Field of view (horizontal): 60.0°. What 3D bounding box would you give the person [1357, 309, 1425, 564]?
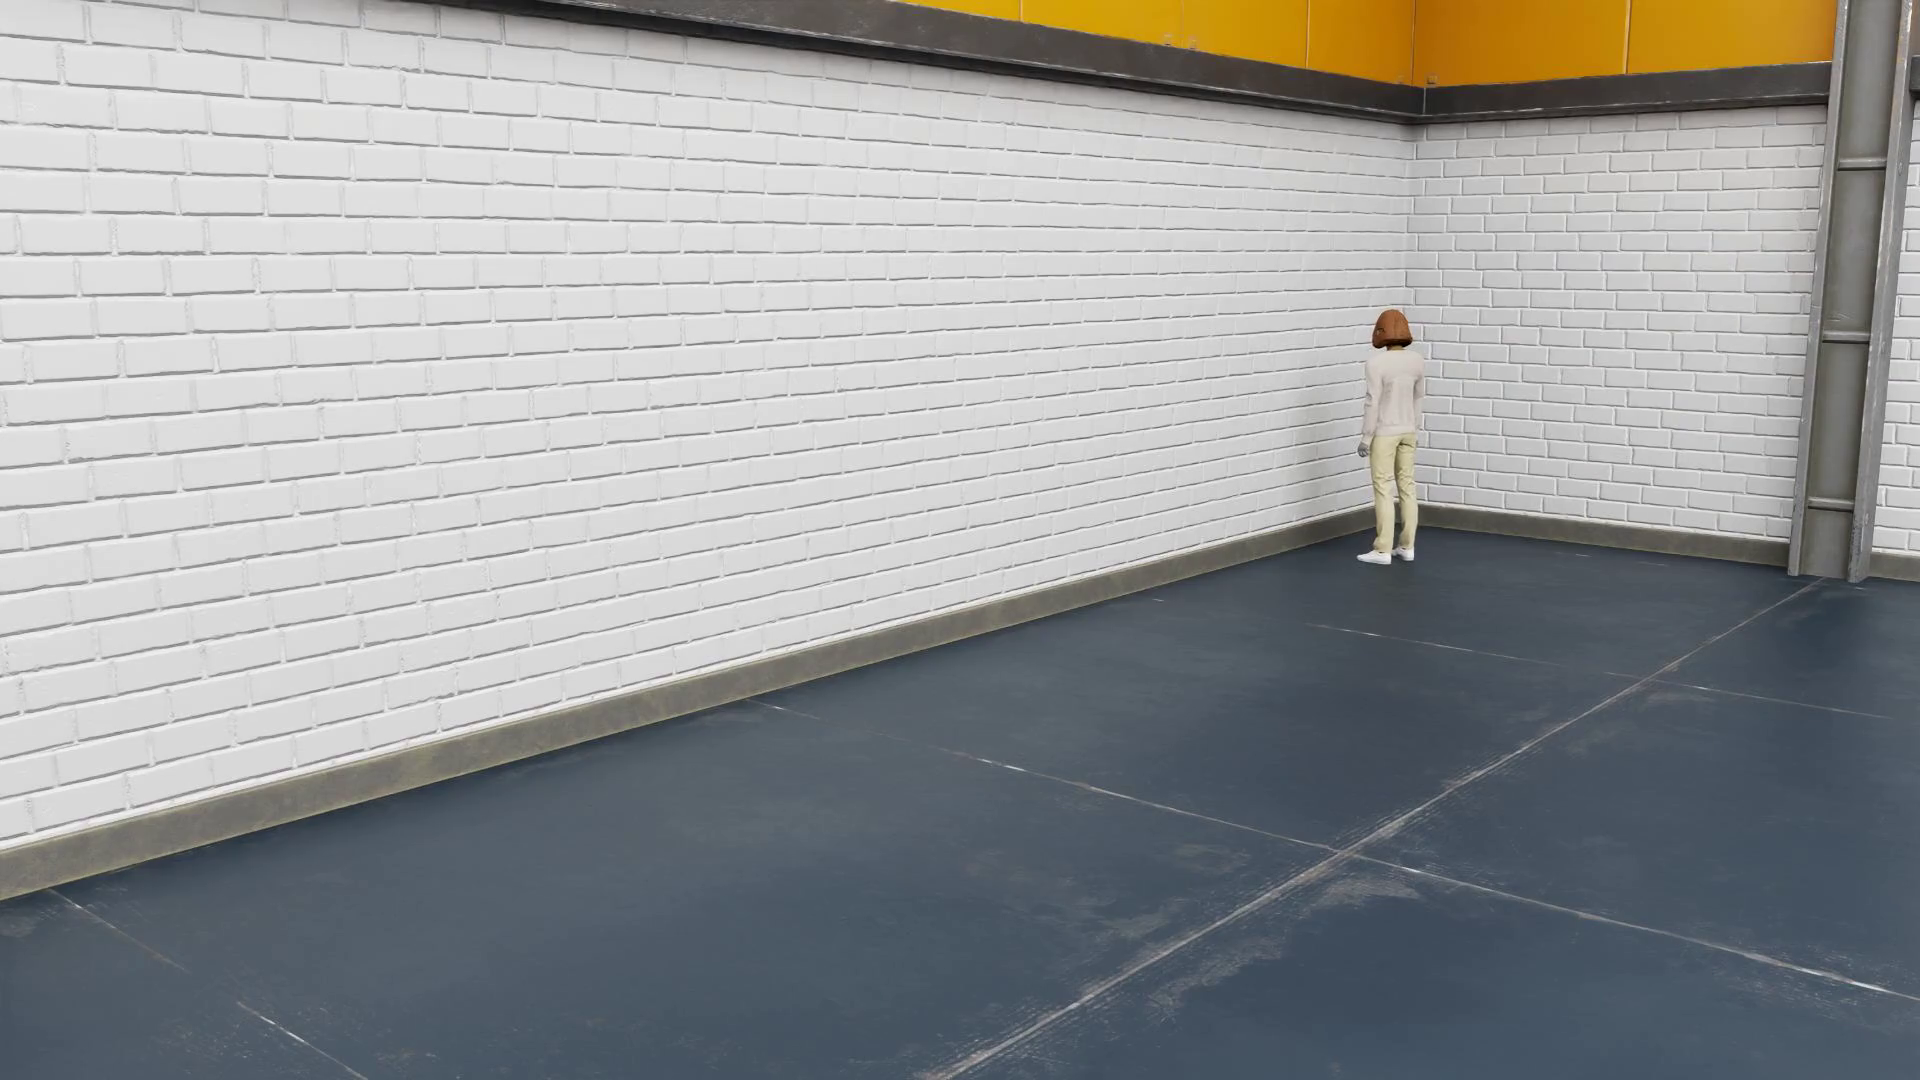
[{"bbox_3d":[2.765,-0.659,10.695,0.503,1.631,0.283,-6,12,-30],"label":"person"}]
